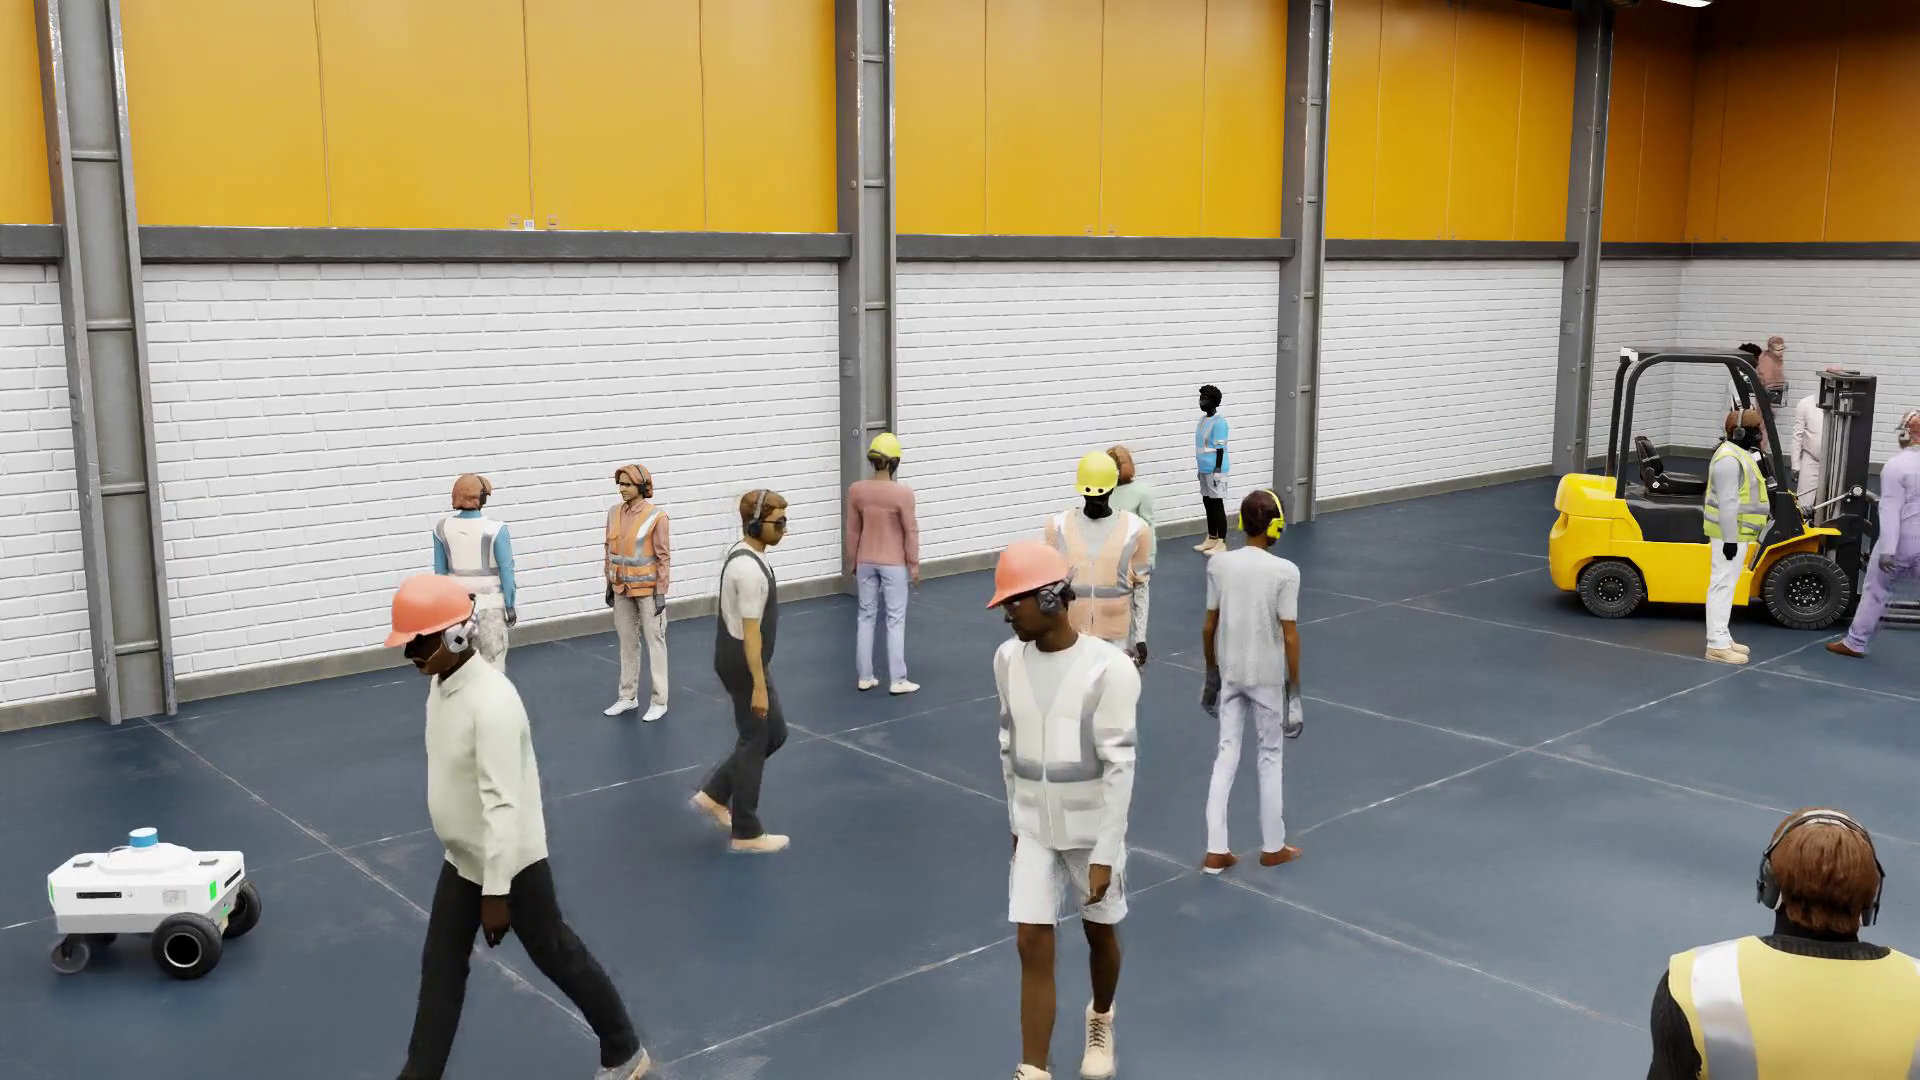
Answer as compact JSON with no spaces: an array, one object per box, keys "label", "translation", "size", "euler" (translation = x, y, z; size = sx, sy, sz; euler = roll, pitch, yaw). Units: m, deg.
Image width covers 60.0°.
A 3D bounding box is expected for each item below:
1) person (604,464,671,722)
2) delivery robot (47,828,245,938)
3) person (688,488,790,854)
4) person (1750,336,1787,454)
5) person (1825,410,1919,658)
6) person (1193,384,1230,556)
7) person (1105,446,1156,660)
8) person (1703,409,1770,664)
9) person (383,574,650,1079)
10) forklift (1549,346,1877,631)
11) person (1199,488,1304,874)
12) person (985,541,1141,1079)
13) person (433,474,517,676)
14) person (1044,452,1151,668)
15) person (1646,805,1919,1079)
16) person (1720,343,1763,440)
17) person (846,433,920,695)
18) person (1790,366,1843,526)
[{"label":"person","translation":[-2.051,0.330,10.583],"size":[0.511,1.640,0.308],"euler":[6,11,29]},{"label":"delivery robot","translation":[-3.390,1.446,6.942],"size":[0.707,0.478,0.477],"euler":[0,10,-2]},{"label":"person","translation":[-1.051,0.651,8.153],"size":[0.450,1.829,0.538],"euler":[-1,10,-5]},{"label":"person","translation":[11.056,-1.854,22.737],"size":[0.428,1.863,0.821],"euler":[5,11,28]},{"label":"person","translation":[6.784,-0.001,11.891],"size":[0.658,1.859,0.969],"euler":[-3,10,-15]},{"label":"person","translation":[2.479,-0.688,16.401],"size":[0.321,1.691,0.537],"euler":[-2,10,-14]},{"label":"person","translation":[1.086,0.139,11.785],"size":[0.523,1.600,0.735],"euler":[6,11,32]},{"label":"person","translation":[5.655,-0.037,12.137],"size":[0.429,1.845,0.621],"euler":[5,11,29]},{"label":"person","translation":[-1.543,1.048,5.564],"size":[1.062,1.931,0.689],"euler":[-7,12,-37]},{"label":"forklift","translation":[6.109,-0.478,13.691],"size":[2.313,2.155,1.214],"euler":[3,10,16]},{"label":"person","translation":[1.393,0.675,7.972],"size":[0.550,1.872,0.440],"euler":[7,12,37]},{"label":"person","translation":[0.315,0.999,5.692],"size":[0.602,1.968,0.922],"euler":[5,11,28]},{"label":"person","translation":[-2.934,0.412,10.100],"size":[0.512,1.640,0.309],"euler":[2,10,10]},{"label":"person","translation":[0.722,0.475,8.921],"size":[0.585,1.917,0.381],"euler":[1,10,8]},{"label":"person","translation":[1.720,1.447,3.448],"size":[0.633,1.841,0.429],"euler":[2,10,12]},{"label":"person","translation":[9.016,-1.305,19.255],"size":[0.395,1.953,0.612],"euler":[6,11,31]},{"label":"person","translation":[-0.505,0.159,11.218],"size":[0.533,1.765,0.331],"euler":[5,11,26]},{"label":"person","translation":[8.248,-0.699,15.830],"size":[0.639,1.908,0.409],"euler":[4,11,23]}]
